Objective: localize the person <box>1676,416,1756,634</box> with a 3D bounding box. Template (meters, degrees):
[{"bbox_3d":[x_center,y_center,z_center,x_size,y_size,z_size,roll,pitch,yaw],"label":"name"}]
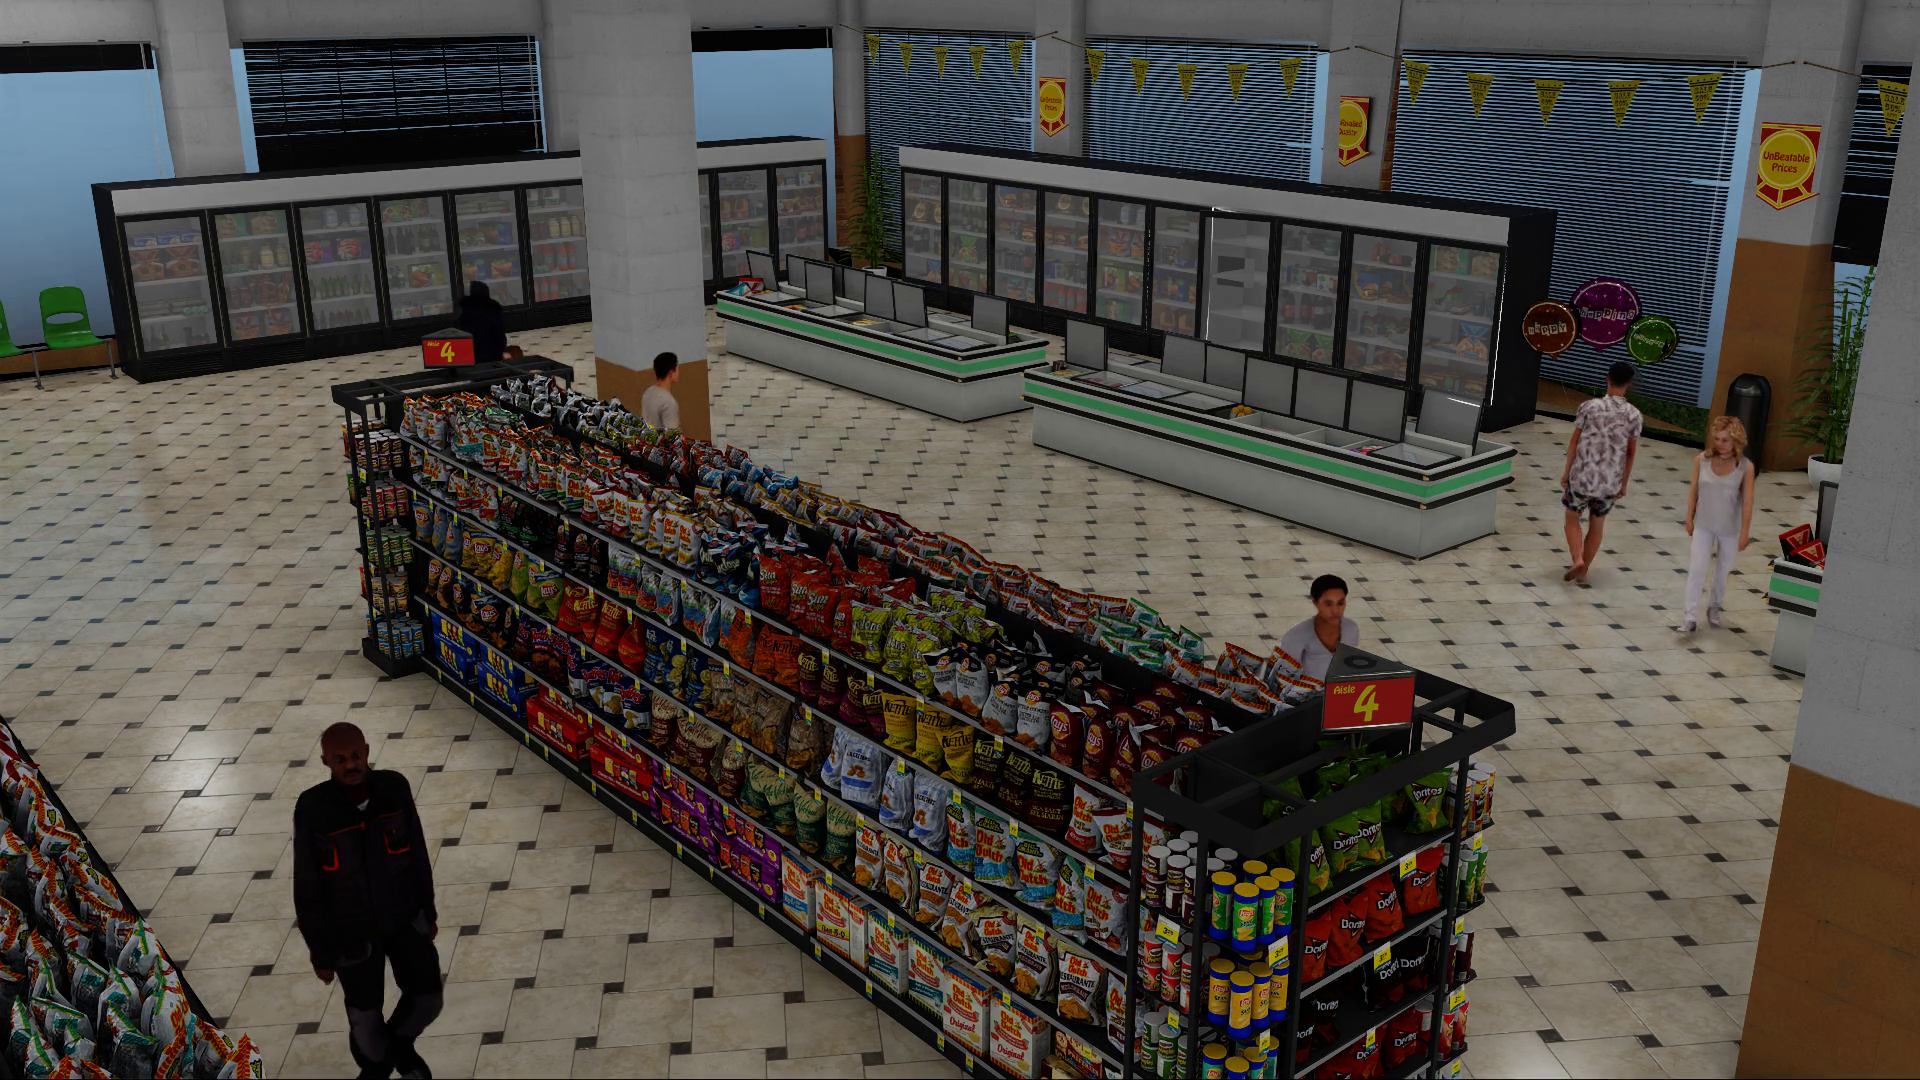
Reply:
[{"bbox_3d":[5.635,-0.131,12.311,0.962,1.634,0.859,10,21,28],"label":"person"}]

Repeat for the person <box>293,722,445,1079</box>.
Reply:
[{"bbox_3d":[-2.503,1.564,7.007,0.730,1.811,0.719,-14,23,-35],"label":"person"}]

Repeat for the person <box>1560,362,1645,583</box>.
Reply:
[{"bbox_3d":[5.041,-0.483,13.105,0.910,1.794,0.974,3,19,8],"label":"person"}]

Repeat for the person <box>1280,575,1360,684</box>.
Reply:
[{"bbox_3d":[1.874,0.969,8.974,1.020,1.682,1.256,-4,19,-10],"label":"person"}]

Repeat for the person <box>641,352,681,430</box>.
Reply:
[{"bbox_3d":[-2.510,-0.609,13.501,0.856,1.779,0.821,-10,21,-27],"label":"person"}]

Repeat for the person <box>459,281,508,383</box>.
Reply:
[{"bbox_3d":[-4.997,-1.875,17.437,0.936,1.663,0.949,7,20,20],"label":"person"}]
